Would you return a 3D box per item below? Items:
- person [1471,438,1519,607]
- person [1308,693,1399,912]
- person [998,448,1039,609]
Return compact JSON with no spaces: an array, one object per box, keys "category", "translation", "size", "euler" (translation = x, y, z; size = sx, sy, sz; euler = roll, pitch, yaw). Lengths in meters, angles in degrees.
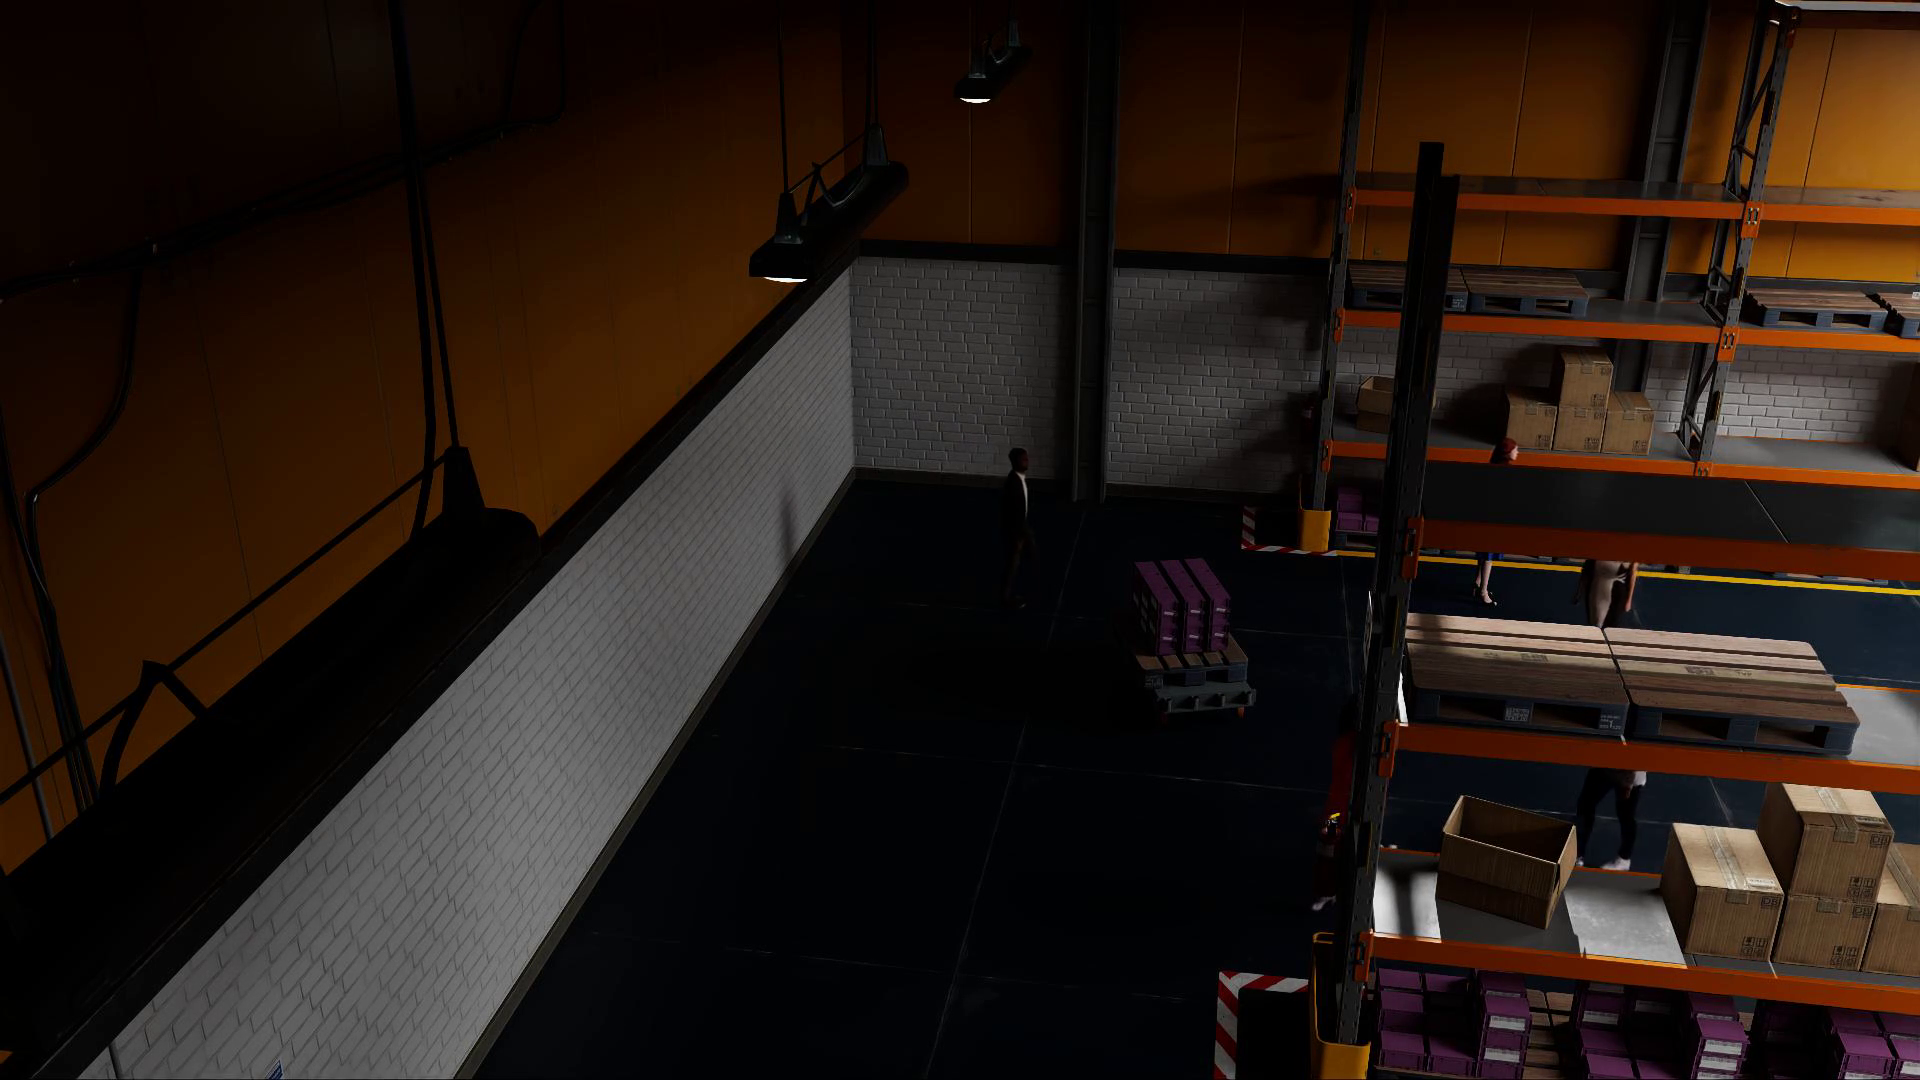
[{"category":"person","translation":[5.587,-0.205,17.392],"size":[0.564,1.828,0.599],"euler":[5,24,11]},{"category":"person","translation":[3.004,1.959,12.470],"size":[1.131,1.804,1.030],"euler":[-13,27,-27]},{"category":"person","translation":[0.484,-0.123,17.251],"size":[0.614,1.790,0.699],"euler":[5,24,11]}]
